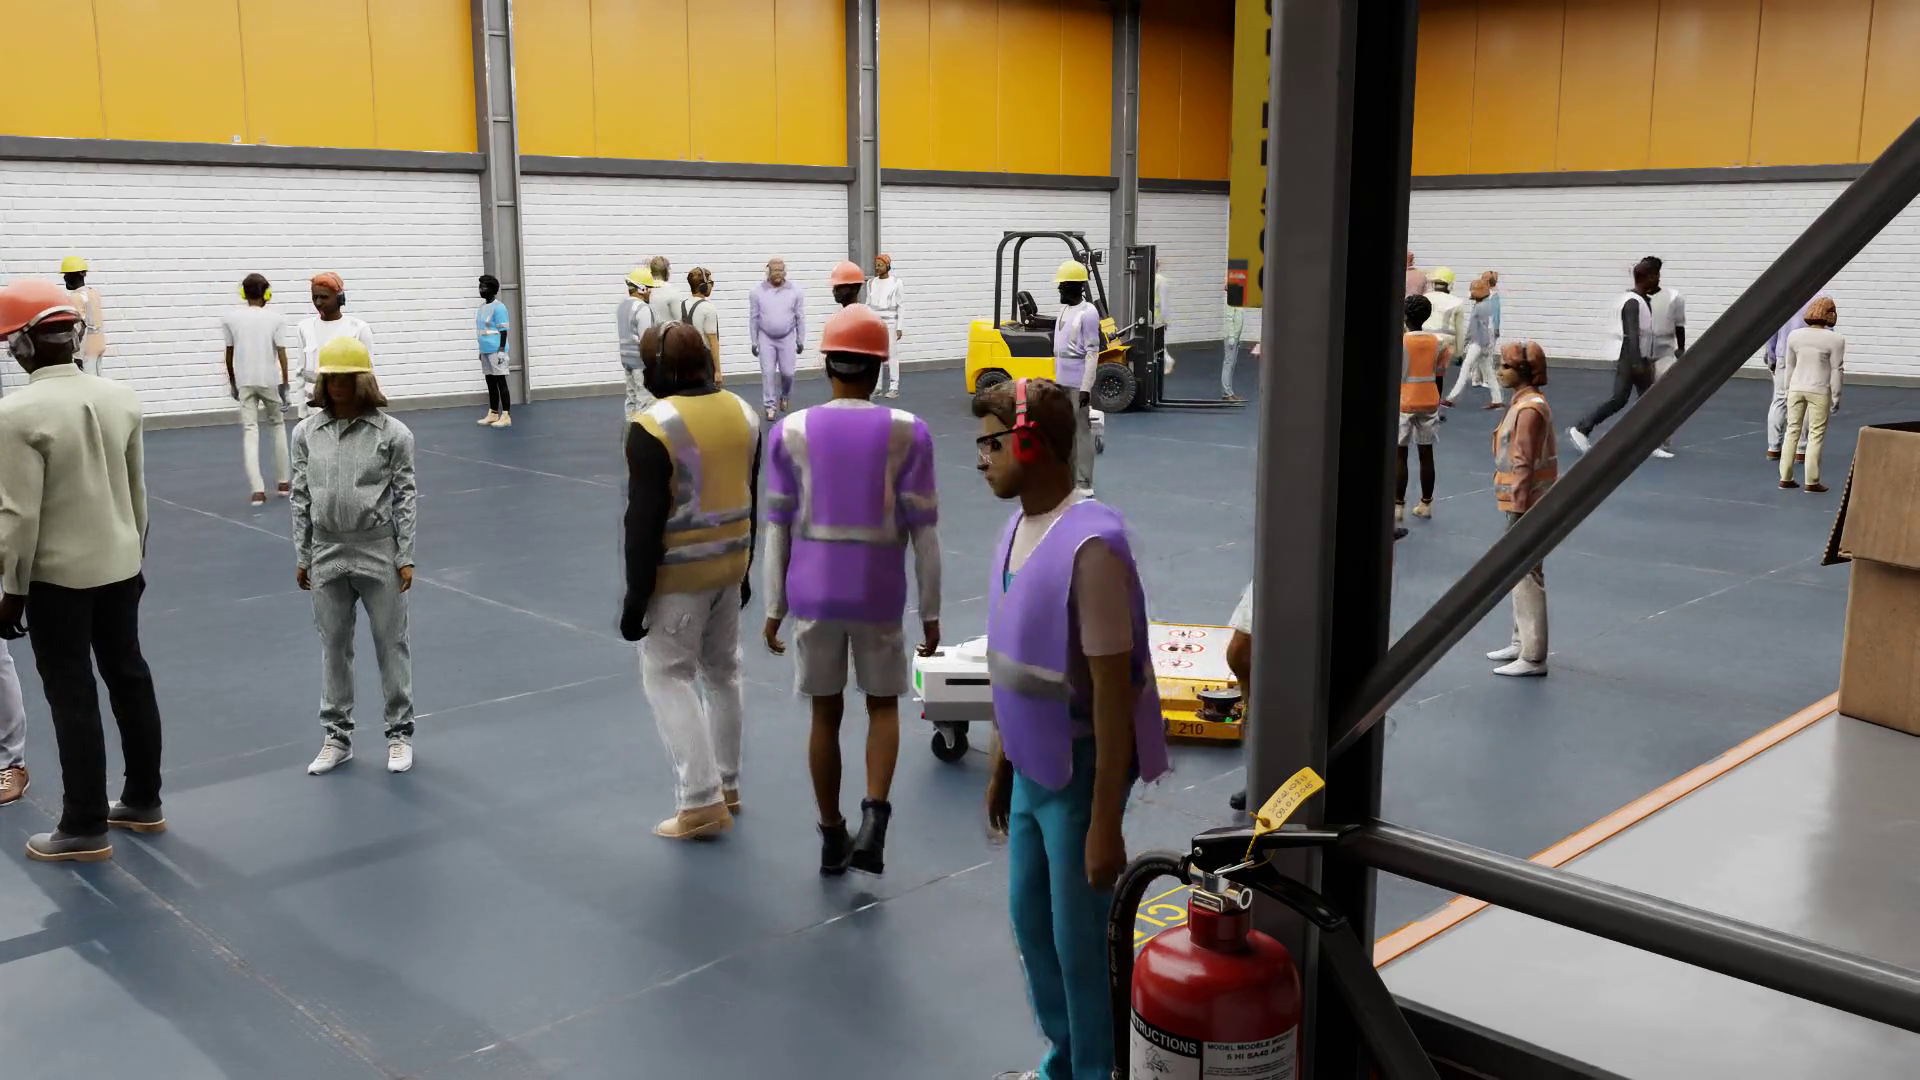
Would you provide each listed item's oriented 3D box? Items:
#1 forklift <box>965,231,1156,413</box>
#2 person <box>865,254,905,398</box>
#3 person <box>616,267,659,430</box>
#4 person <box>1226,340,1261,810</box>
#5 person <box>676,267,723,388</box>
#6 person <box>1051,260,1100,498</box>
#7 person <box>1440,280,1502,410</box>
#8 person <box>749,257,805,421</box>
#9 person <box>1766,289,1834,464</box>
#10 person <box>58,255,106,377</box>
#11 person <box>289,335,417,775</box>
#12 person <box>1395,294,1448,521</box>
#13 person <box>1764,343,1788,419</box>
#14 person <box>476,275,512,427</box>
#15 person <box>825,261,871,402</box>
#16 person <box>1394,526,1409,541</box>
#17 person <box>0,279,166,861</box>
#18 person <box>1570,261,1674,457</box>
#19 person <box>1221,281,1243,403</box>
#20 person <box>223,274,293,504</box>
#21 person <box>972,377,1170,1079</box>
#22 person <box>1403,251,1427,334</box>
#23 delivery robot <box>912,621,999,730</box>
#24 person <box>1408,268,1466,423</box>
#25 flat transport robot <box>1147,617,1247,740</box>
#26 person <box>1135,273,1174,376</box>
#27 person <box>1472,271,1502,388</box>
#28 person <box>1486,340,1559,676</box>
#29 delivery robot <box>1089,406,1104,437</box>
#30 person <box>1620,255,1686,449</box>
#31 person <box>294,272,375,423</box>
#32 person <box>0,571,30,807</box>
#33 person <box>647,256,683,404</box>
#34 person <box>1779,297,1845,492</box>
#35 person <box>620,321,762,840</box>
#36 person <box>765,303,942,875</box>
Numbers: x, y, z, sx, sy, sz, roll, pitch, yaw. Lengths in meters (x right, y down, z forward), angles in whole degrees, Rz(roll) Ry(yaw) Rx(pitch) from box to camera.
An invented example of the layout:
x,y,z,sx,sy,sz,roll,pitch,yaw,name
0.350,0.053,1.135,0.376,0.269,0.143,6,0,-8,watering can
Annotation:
x,y,z,sx,sy,sz,roll,pitch,yaw,name
1.222,-2.721,20.561,2.313,2.155,1.214,2,11,13,forklift
-1.006,-2.810,21.898,0.584,1.882,0.347,6,12,29,person
-3.046,-1.688,15.938,0.403,1.825,0.586,-8,13,-36,person
1.197,0.089,5.983,0.584,1.909,0.557,-5,12,-26,person
-2.344,-1.545,15.100,0.504,1.847,0.345,9,14,40,person
0.917,-1.297,13.529,0.370,1.927,0.588,-5,11,-23,person
6.271,-2.379,20.354,0.859,1.590,0.505,3,11,13,person
-2.124,-2.332,19.293,0.638,1.892,0.563,-1,10,-8,person
7.877,-1.687,15.623,0.352,1.937,0.635,-6,12,-29,person
-8.954,-1.935,17.005,0.384,1.925,0.593,-2,11,-10,person
-2.396,0.066,6.595,0.487,1.746,0.289,-1,10,-3,person
3.386,-0.986,12.462,0.535,1.697,0.318,-3,11,-17,person
9.494,-2.143,19.037,0.530,1.600,0.848,4,11,20,person
-5.225,-2.108,18.577,0.315,1.696,0.541,-10,14,-43,person
-0.857,-1.156,12.732,0.361,1.935,0.552,-6,12,-28,person
2.668,-0.847,11.154,0.956,1.886,0.564,-1,10,-4,person
-3.047,0.109,5.705,0.393,1.985,0.611,3,11,16,person
6.457,-1.749,16.095,0.894,1.893,0.590,8,13,37,person
3.498,-2.567,21.253,0.280,1.634,0.498,3,11,18,person
-5.663,-1.228,13.460,0.499,1.820,0.915,-3,11,-15,person
0.253,0.556,3.744,0.405,1.815,0.670,-3,11,-16,person
6.470,-3.262,24.325,0.705,1.900,0.402,-4,11,-19,person
0.157,0.569,6.841,0.707,0.478,0.477,0,10,1,delivery robot
5.271,-2.130,18.496,0.617,1.778,0.964,9,13,39,person
1.014,0.608,7.656,0.652,0.197,1.431,2,11,13,flat transport robot
2.838,-3.262,24.533,0.551,1.827,0.639,-8,13,-36,person
7.375,-2.943,23.287,0.307,1.641,0.511,-3,11,-18,person
2.747,-0.155,8.128,0.322,1.629,0.516,3,11,13,person
1.149,-1.204,16.509,0.477,0.478,0.707,-4,11,-20,delivery robot
6.803,-1.818,16.351,0.658,1.930,0.511,4,11,23,person
-4.250,-0.866,11.312,0.575,1.879,0.355,2,11,11,person
-3.746,0.080,6.188,0.528,1.865,0.313,0,10,-2,person
-3.116,-2.090,17.909,0.634,1.911,0.784,8,13,38,person
7.105,-1.209,13.874,0.280,1.624,0.494,-7,13,-34,person
-0.955,0.143,5.966,0.476,1.836,0.661,6,12,31,person
-0.357,0.190,5.459,0.592,1.913,0.564,0,10,2,person
